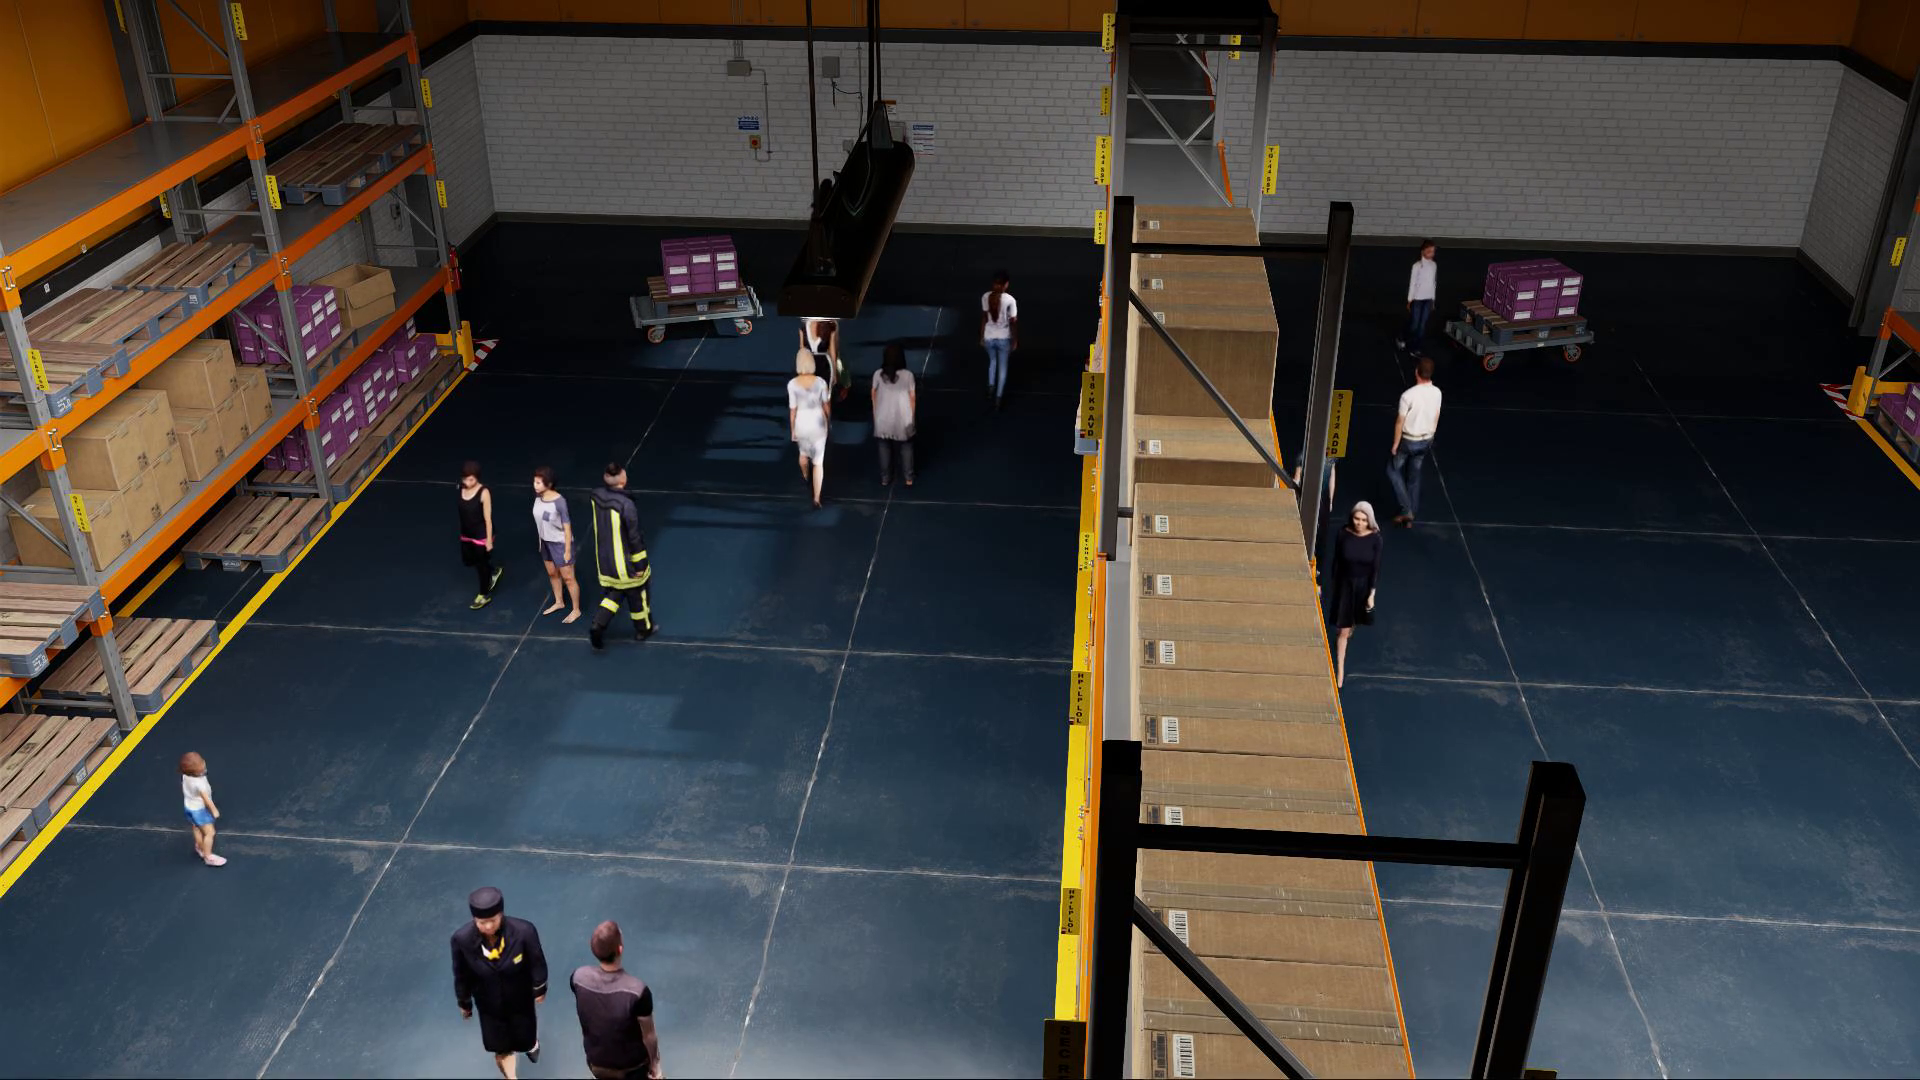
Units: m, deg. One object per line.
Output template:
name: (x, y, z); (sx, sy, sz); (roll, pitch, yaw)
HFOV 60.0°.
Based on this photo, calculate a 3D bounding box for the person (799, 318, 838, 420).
person: (-1.530, -1.856, 18.470); (0.619, 1.787, 0.723); (4, 29, 8)

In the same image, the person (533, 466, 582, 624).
person: (-3.710, 0.015, 15.271); (0.652, 1.565, 0.680); (21, 35, 33)

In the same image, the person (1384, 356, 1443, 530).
person: (4.605, -0.925, 16.711); (0.798, 1.837, 0.825); (-9, 30, -17)

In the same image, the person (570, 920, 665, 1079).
person: (-1.994, 3.002, 9.529); (0.768, 1.819, 0.831); (10, 30, 17)

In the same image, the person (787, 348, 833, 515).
person: (-1.531, -1.094, 17.158); (0.642, 1.705, 1.073); (0, 29, 1)

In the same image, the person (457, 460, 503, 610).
person: (-4.447, -0.099, 15.524); (0.733, 1.523, 0.819); (18, 33, 29)

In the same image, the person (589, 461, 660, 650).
person: (-3.056, 0.151, 14.734); (0.997, 1.840, 1.113); (18, 33, 29)

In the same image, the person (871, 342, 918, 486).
person: (-0.725, -1.314, 17.670); (0.636, 1.601, 0.629); (2, 29, 4)

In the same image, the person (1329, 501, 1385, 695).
person: (3.411, 0.421, 14.372); (0.702, 1.714, 1.153); (7, 29, 13)

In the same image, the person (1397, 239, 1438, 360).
person: (5.754, -3.052, 20.910); (0.645, 1.549, 0.730); (-10, 30, -17)

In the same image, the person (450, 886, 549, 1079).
person: (-2.778, 2.746, 10.162); (0.796, 1.663, 0.855); (-4, 29, -7)

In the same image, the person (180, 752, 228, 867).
person: (-5.671, 1.953, 12.316); (0.564, 0.994, 0.572); (13, 31, 22)

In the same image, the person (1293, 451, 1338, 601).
person: (3.309, -0.337, 15.776); (0.675, 1.699, 1.086); (-1, 29, -2)

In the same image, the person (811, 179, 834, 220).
person: (-1.779, -4.005, 22.485); (0.650, 1.715, 0.813); (5, 29, 9)

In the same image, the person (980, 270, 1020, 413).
person: (0.414, -2.291, 19.347); (0.689, 1.709, 0.722); (12, 31, 21)
